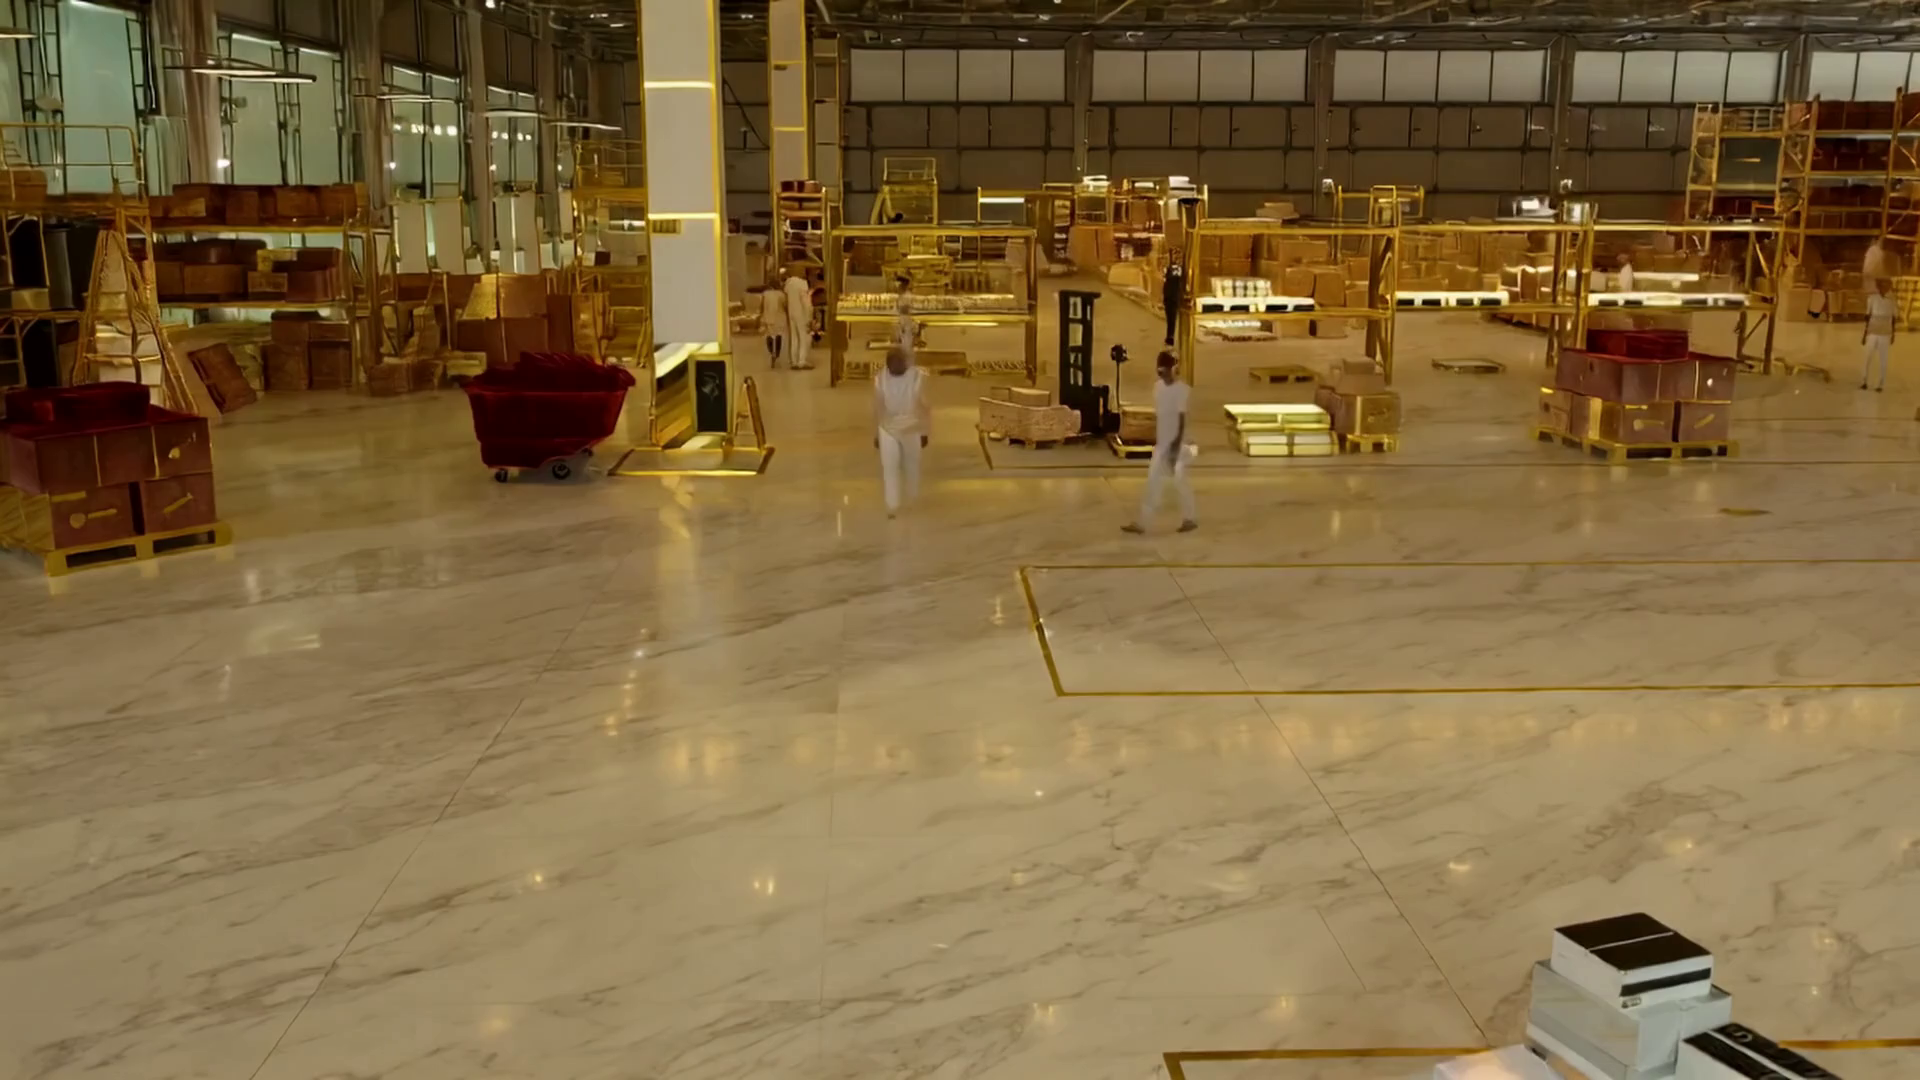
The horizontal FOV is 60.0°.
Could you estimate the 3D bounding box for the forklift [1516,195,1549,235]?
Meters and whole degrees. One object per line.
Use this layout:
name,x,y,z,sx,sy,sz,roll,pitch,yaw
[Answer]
forklift,18.517,-9.808,54.003,1.129,2.768,1.873,-1,13,-3

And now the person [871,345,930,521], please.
person,-0.613,-1.143,17.329,0.619,1.810,0.819,0,12,2

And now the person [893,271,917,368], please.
person,-0.929,-3.535,27.875,0.381,1.918,0.584,3,13,14

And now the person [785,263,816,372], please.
person,-2.886,-4.005,29.947,0.631,1.940,0.372,12,17,42

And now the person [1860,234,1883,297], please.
person,23.335,-6.825,42.566,0.611,1.982,0.474,-7,14,-30

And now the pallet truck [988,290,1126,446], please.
pallet truck,1.257,-2.299,22.111,1.885,1.965,0.823,-9,15,-35

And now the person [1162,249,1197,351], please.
person,4.352,-4.805,33.327,0.690,2.000,0.538,7,14,29

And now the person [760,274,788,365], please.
person,-3.441,-4.081,30.855,0.549,1.681,0.401,-3,13,-14

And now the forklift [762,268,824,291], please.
forklift,-4.846,-8.616,48.621,1.873,2.768,1.129,0,12,-2

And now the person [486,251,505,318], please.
person,-11.432,-6.264,40.860,0.520,1.633,0.314,11,16,40

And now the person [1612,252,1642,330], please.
person,13.817,-5.016,34.548,0.723,1.920,0.638,6,14,26

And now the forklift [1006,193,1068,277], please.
forklift,2.577,-10.280,56.133,1.873,2.768,1.129,-7,14,-29

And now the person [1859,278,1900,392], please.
person,15.046,-3.361,27.230,0.334,1.860,0.509,-12,17,-43

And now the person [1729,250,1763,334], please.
person,17.306,-5.481,36.679,0.635,1.913,0.814,4,13,19

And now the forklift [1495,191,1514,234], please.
forklift,20.535,-11.778,62.898,1.873,2.768,1.129,0,12,-2

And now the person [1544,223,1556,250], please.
person,18.880,-9.108,52.988,0.551,1.936,0.356,3,13,12

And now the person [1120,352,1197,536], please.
person,2.019,-0.927,16.326,0.964,1.821,0.521,-11,16,-40
